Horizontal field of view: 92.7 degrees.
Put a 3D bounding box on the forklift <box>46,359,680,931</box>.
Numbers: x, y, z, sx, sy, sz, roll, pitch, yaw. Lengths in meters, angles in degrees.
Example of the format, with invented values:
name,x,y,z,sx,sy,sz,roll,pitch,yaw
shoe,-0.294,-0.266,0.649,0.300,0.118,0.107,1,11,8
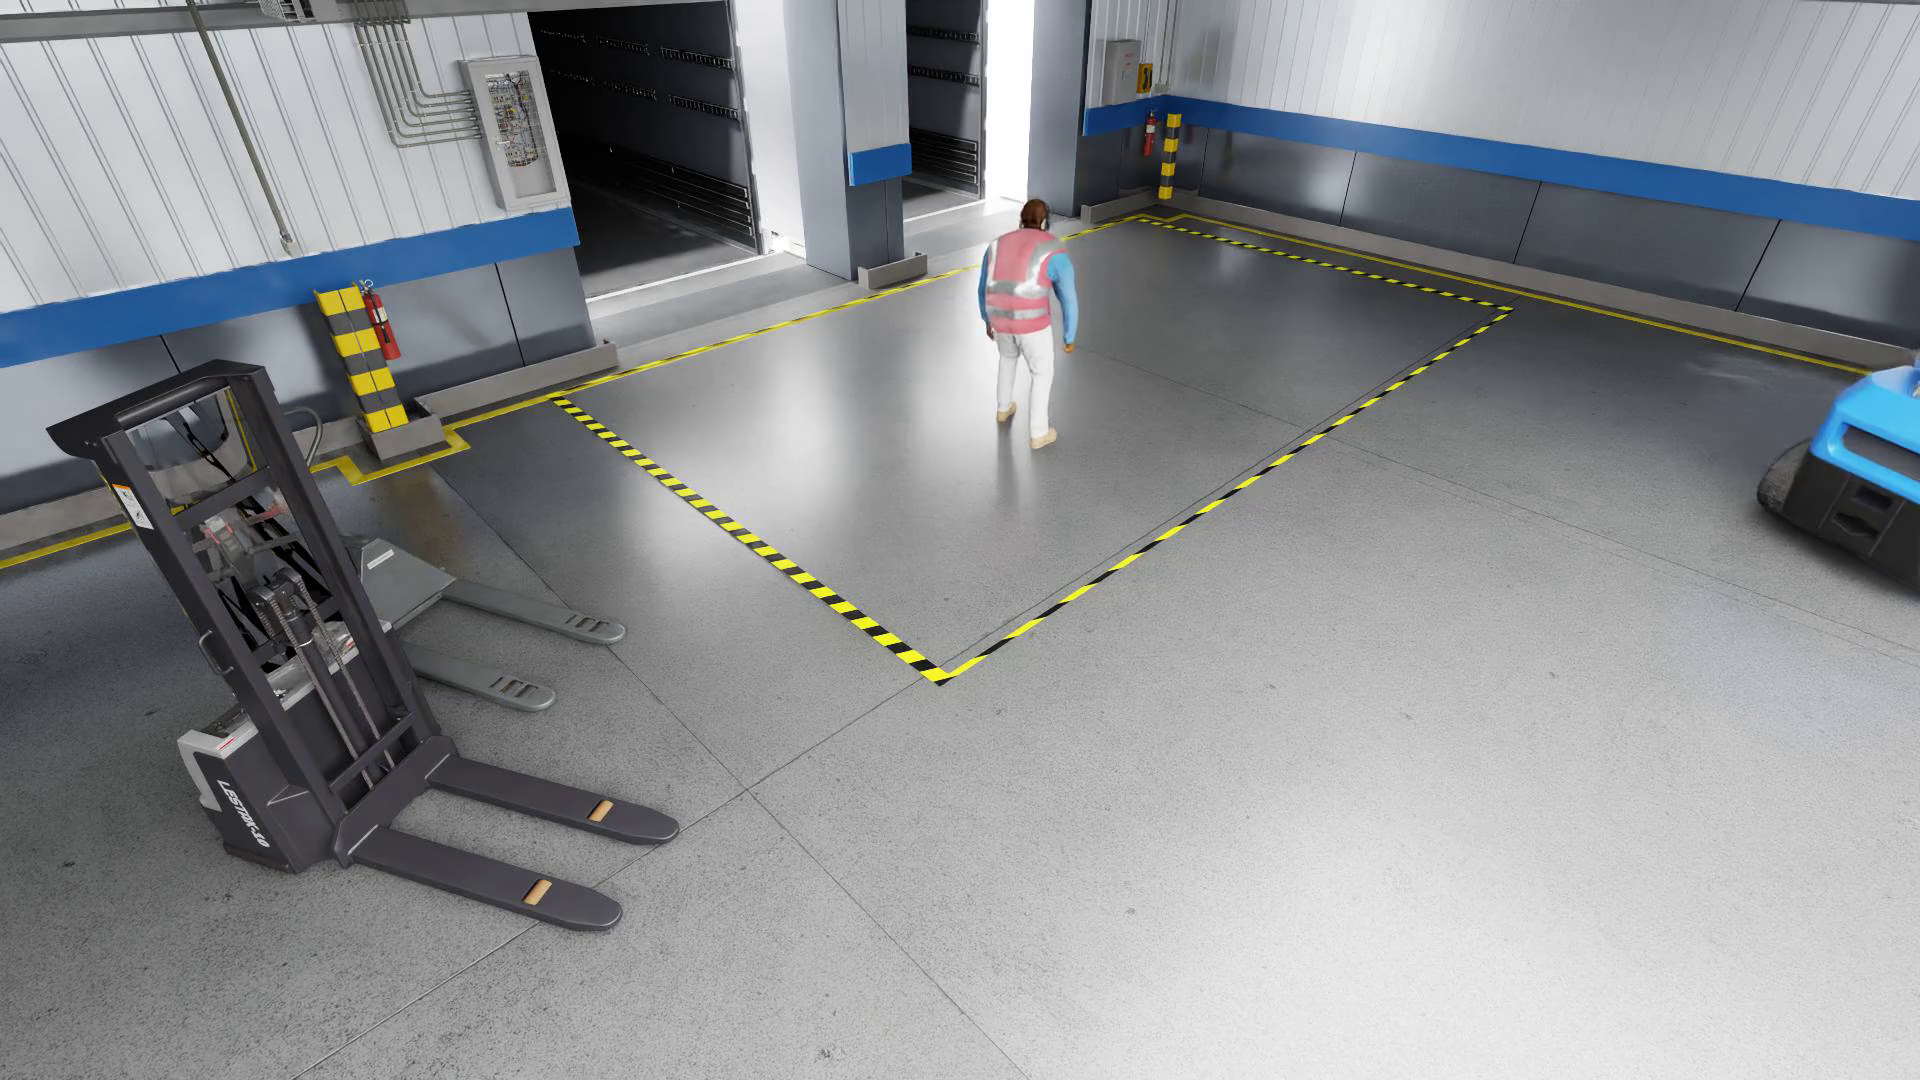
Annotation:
name,x,y,z,sx,sy,sz,roll,pitch,yaw
forklift,-2.135,0.422,3.354,1.885,1.965,0.823,10,35,14

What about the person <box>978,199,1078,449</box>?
name,x,y,z,sx,sy,sz,roll,pitch,yaw
person,0.474,-1.575,6.646,0.813,1.614,0.731,19,39,26

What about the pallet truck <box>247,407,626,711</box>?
name,x,y,z,sx,sy,sz,roll,pitch,yaw
pallet truck,-2.628,0.038,4.590,1.601,1.201,0.680,12,36,18

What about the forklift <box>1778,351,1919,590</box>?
name,x,y,z,sx,sy,sz,roll,pitch,yaw
forklift,6.361,-0.943,5.044,2.680,2.036,1.157,-9,35,-13
